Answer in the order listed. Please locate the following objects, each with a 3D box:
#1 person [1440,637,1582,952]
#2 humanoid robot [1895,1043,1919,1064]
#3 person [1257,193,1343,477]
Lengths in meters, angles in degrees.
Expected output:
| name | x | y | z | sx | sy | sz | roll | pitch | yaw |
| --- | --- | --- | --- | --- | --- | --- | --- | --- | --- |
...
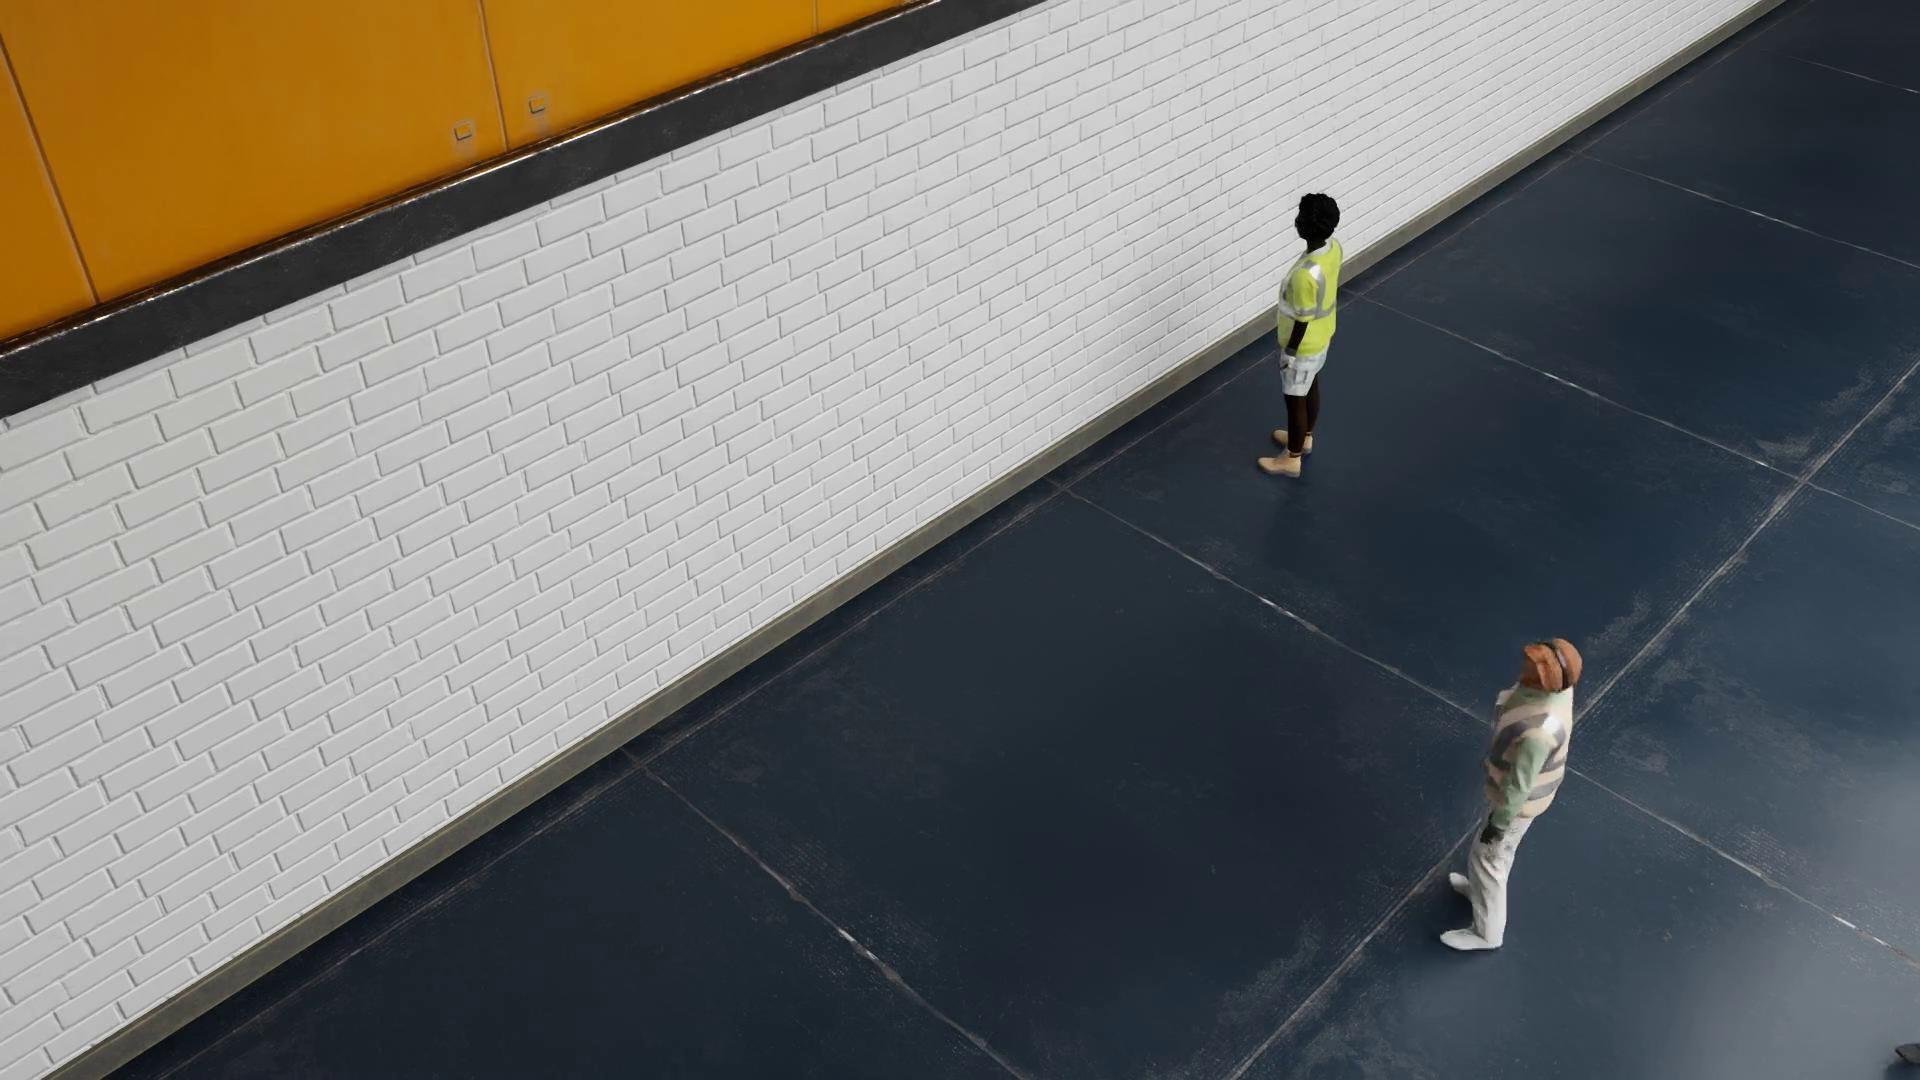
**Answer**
| name | x | y | z | sx | sy | sz | roll | pitch | yaw |
| --- | --- | --- | --- | --- | --- | --- | --- | --- | --- |
| person | 2.206 | 0.986 | 6.607 | 0.318 | 1.621 | 0.556 | 17 | 42 | 20 |
| humanoid robot | 4.047 | 1.425 | 6.043 | 0.775 | 1.630 | 0.601 | -14 | 41 | -17 |
| person | 1.892 | -1.125 | 9.181 | 0.317 | 1.695 | 0.539 | 18 | 42 | 21 |
